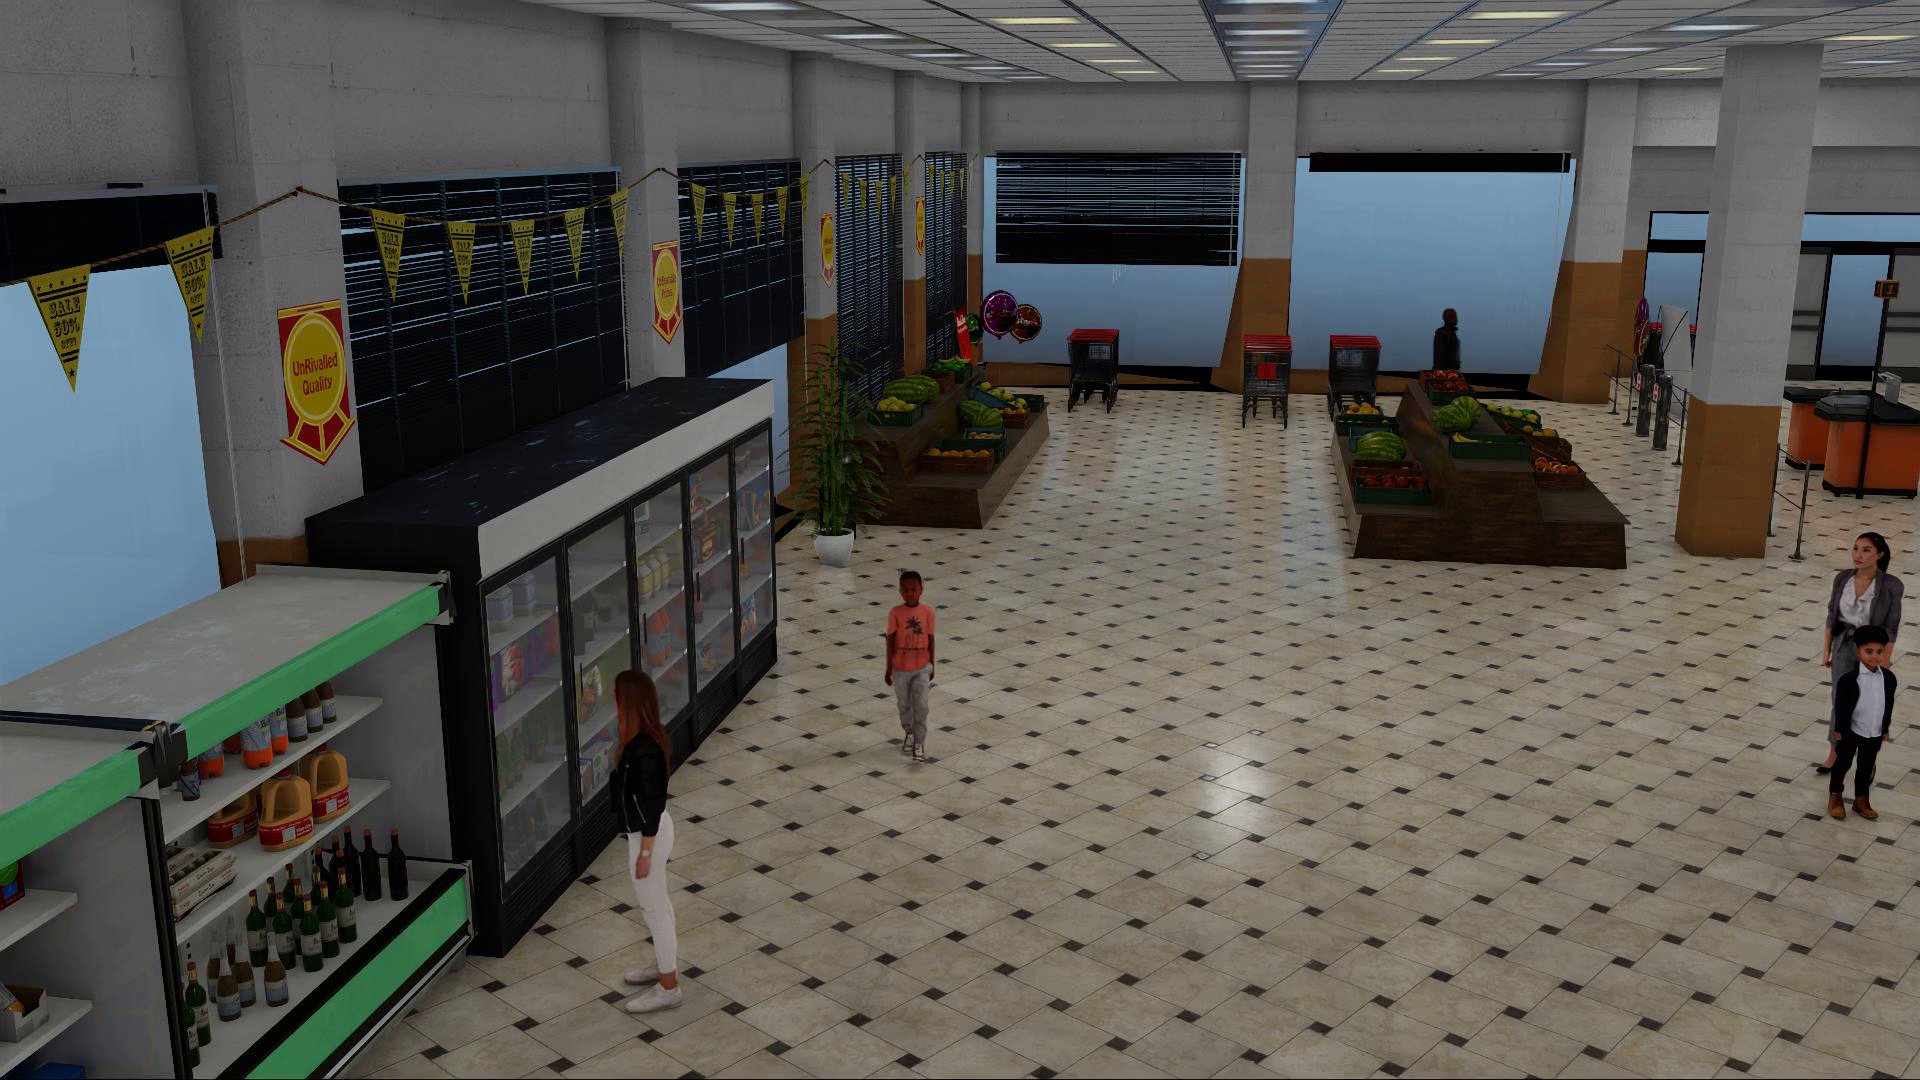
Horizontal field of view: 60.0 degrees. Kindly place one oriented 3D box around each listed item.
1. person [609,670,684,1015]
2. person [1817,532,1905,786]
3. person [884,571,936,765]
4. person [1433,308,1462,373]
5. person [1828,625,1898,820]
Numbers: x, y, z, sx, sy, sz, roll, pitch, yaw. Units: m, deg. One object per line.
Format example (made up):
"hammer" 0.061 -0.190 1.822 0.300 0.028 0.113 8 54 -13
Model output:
"person" -1.505 1.433 8.031 0.723 1.702 0.574 -2 14 -10
"person" 5.891 0.762 10.860 0.769 1.673 0.709 -9 17 -34
"person" -0.341 0.836 11.366 0.540 1.291 0.778 1 14 3
"person" 6.723 -2.331 23.331 0.982 1.804 1.057 -3 14 -11
"person" 5.602 1.120 10.328 0.523 1.227 0.515 1 14 3
